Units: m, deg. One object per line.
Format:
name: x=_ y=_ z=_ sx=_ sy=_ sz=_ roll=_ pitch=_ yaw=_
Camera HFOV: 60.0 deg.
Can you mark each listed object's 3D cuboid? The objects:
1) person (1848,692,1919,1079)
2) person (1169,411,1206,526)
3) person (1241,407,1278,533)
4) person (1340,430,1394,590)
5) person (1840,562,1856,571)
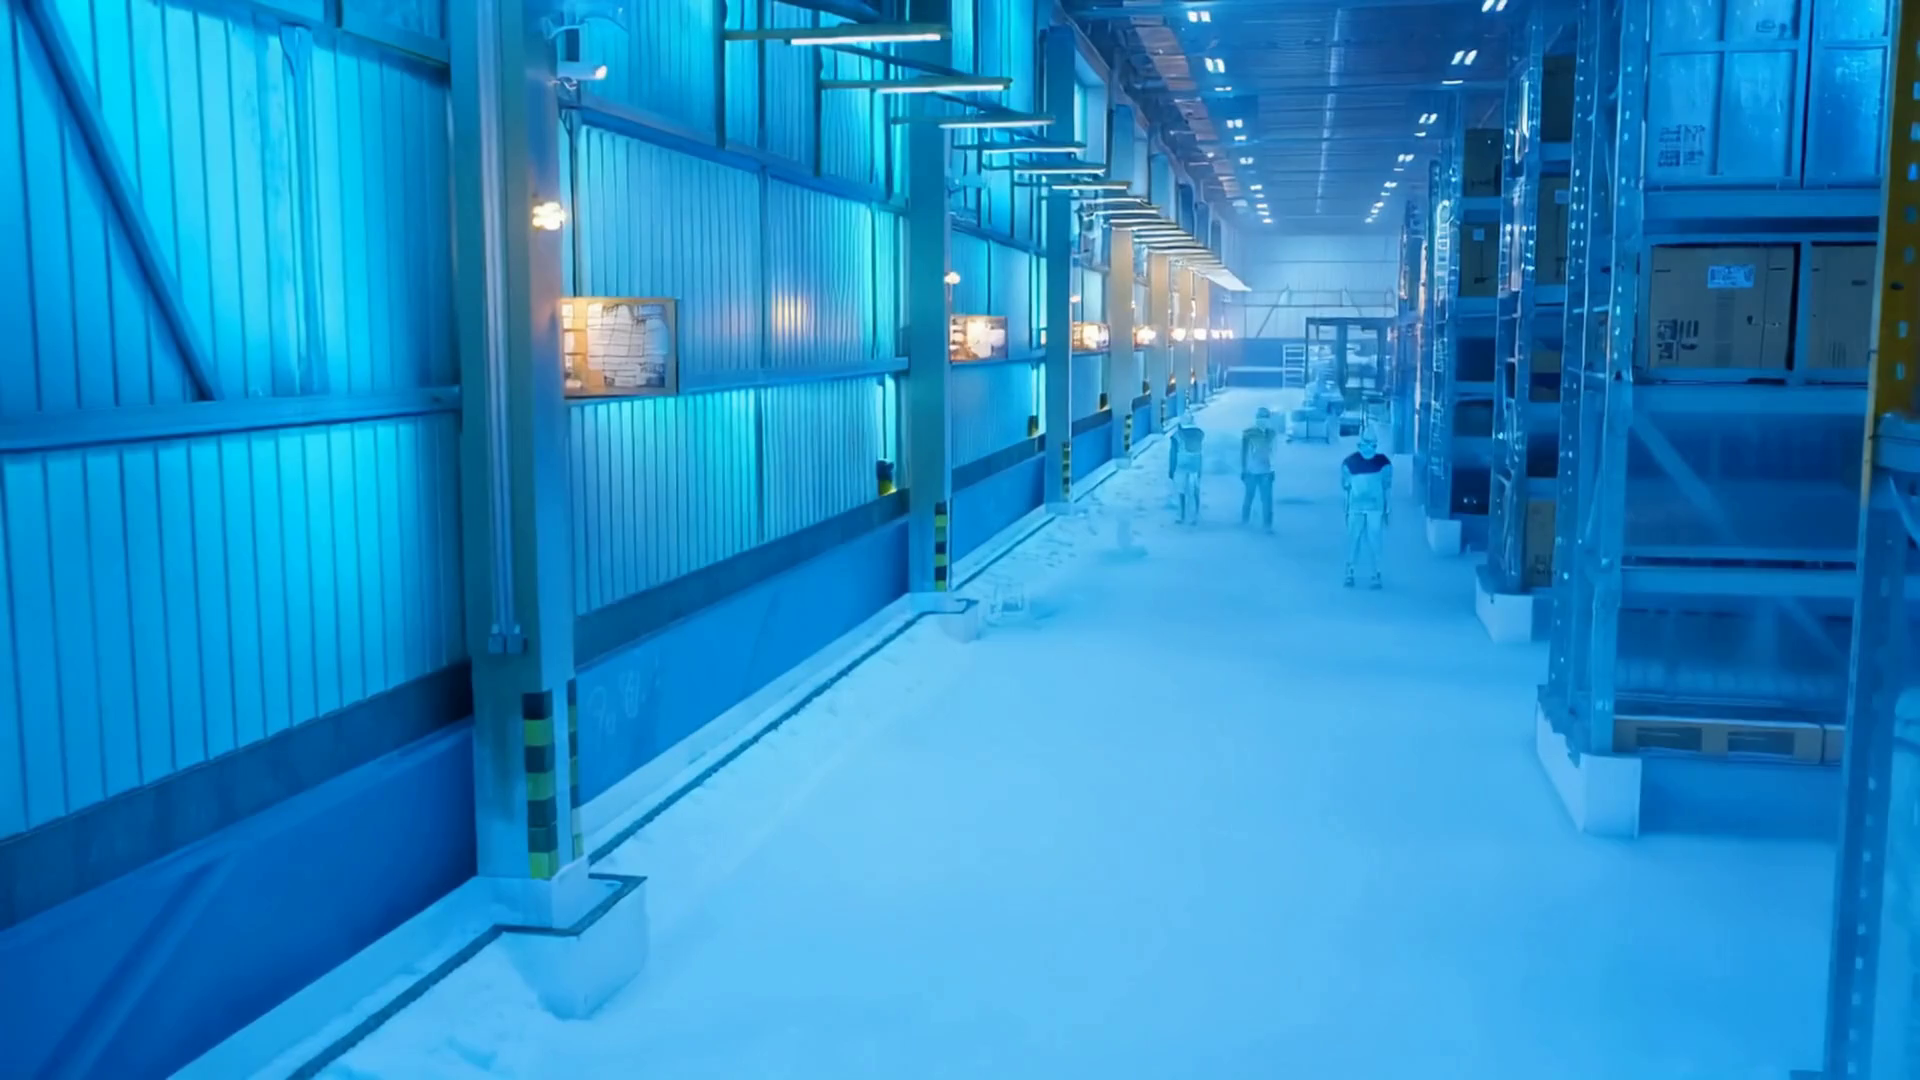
person: x=3.735 y=1.437 z=6.636 sx=0.490 sy=1.695 sz=0.722 roll=0 pitch=7 yaw=0
person: x=3.617 y=-1.142 z=26.665 sx=0.627 sy=1.840 sz=0.429 roll=-3 pitch=8 yaw=-21
person: x=4.642 y=-1.102 z=25.941 sx=0.617 sy=1.954 sz=1.002 roll=-1 pitch=7 yaw=-5
person: x=4.891 y=-0.356 z=20.042 sx=0.625 sy=1.931 sz=0.370 roll=4 pitch=8 yaw=27
person: x=6.975 y=0.659 z=12.786 sx=0.884 sy=1.701 sz=0.561 roll=1 pitch=7 yaw=5
